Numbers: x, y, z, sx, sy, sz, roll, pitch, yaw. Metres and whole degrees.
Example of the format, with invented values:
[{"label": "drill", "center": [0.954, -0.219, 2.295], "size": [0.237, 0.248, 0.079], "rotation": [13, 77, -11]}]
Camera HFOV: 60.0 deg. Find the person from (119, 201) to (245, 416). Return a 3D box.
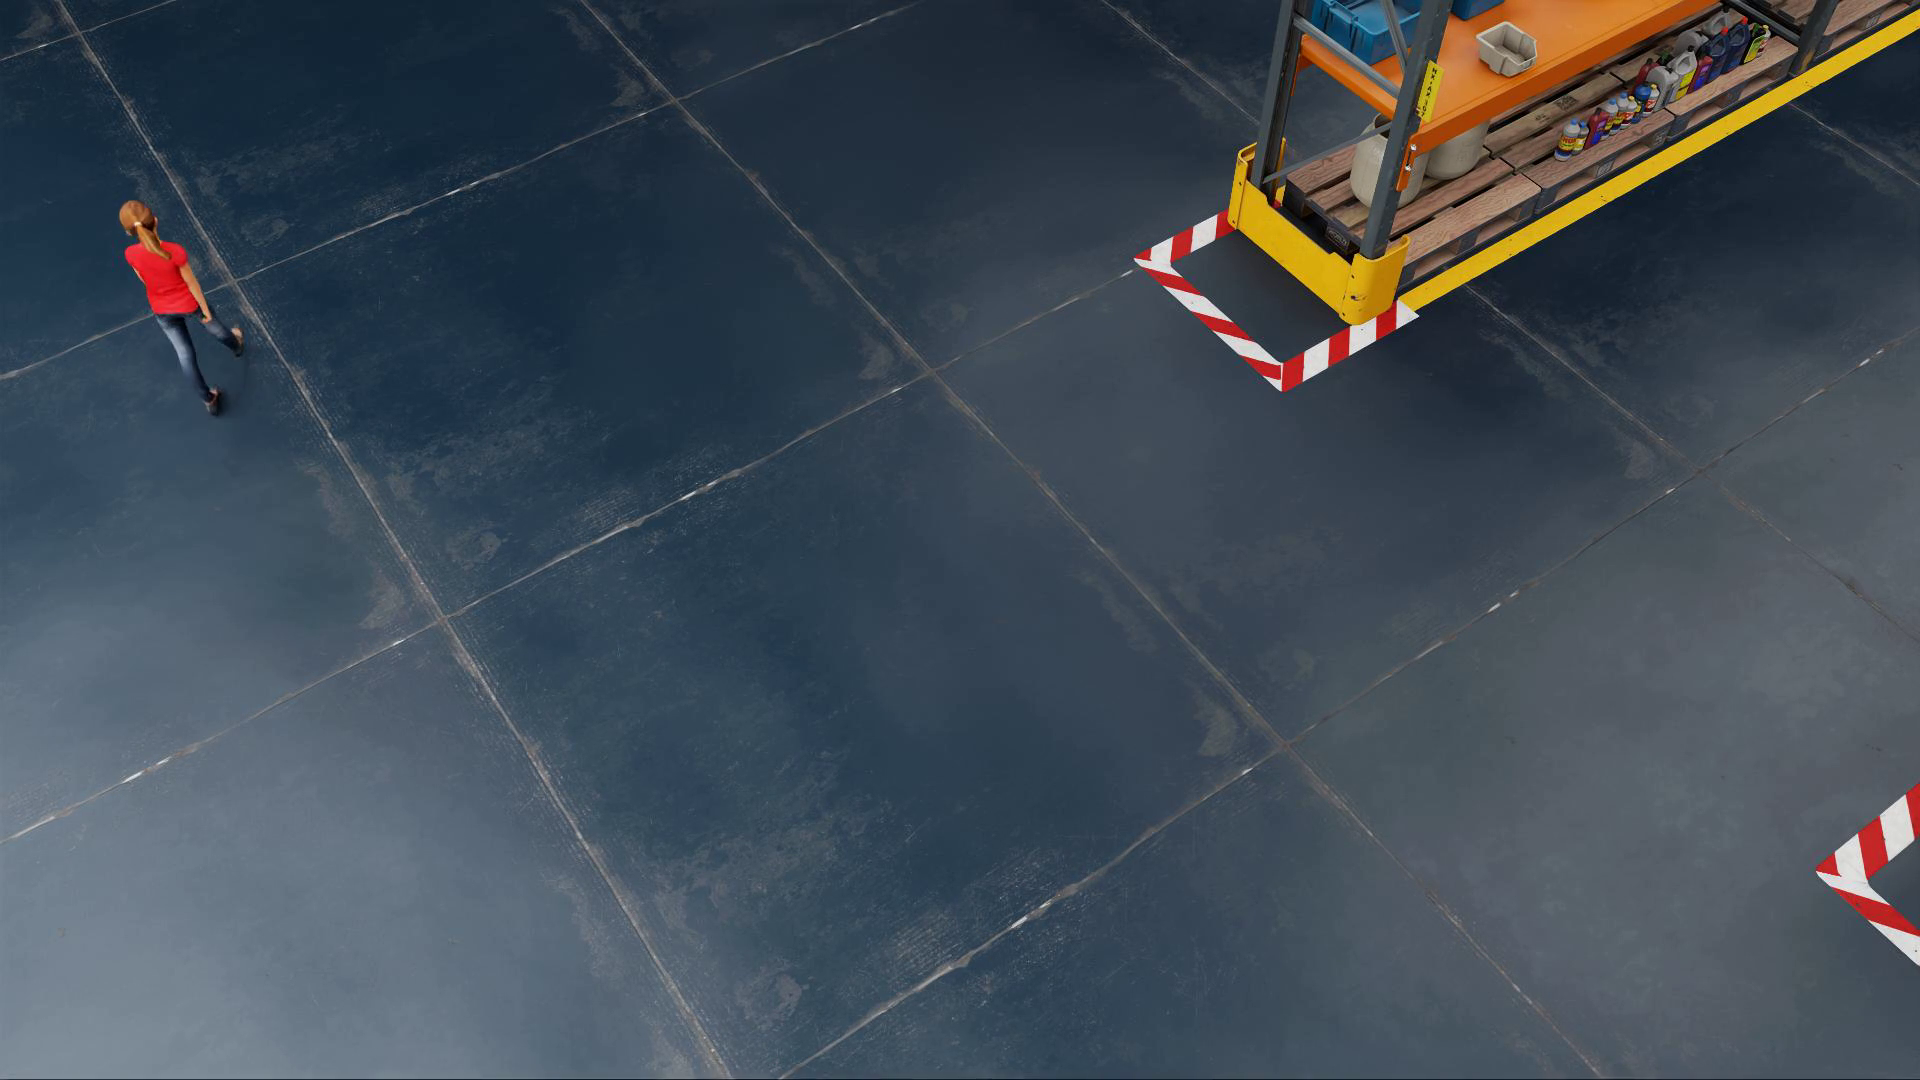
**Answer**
[{"label": "person", "center": [-4.162, -1.192, 8.840], "size": [0.835, 1.282, 0.735], "rotation": [-9, 53, -7]}]
